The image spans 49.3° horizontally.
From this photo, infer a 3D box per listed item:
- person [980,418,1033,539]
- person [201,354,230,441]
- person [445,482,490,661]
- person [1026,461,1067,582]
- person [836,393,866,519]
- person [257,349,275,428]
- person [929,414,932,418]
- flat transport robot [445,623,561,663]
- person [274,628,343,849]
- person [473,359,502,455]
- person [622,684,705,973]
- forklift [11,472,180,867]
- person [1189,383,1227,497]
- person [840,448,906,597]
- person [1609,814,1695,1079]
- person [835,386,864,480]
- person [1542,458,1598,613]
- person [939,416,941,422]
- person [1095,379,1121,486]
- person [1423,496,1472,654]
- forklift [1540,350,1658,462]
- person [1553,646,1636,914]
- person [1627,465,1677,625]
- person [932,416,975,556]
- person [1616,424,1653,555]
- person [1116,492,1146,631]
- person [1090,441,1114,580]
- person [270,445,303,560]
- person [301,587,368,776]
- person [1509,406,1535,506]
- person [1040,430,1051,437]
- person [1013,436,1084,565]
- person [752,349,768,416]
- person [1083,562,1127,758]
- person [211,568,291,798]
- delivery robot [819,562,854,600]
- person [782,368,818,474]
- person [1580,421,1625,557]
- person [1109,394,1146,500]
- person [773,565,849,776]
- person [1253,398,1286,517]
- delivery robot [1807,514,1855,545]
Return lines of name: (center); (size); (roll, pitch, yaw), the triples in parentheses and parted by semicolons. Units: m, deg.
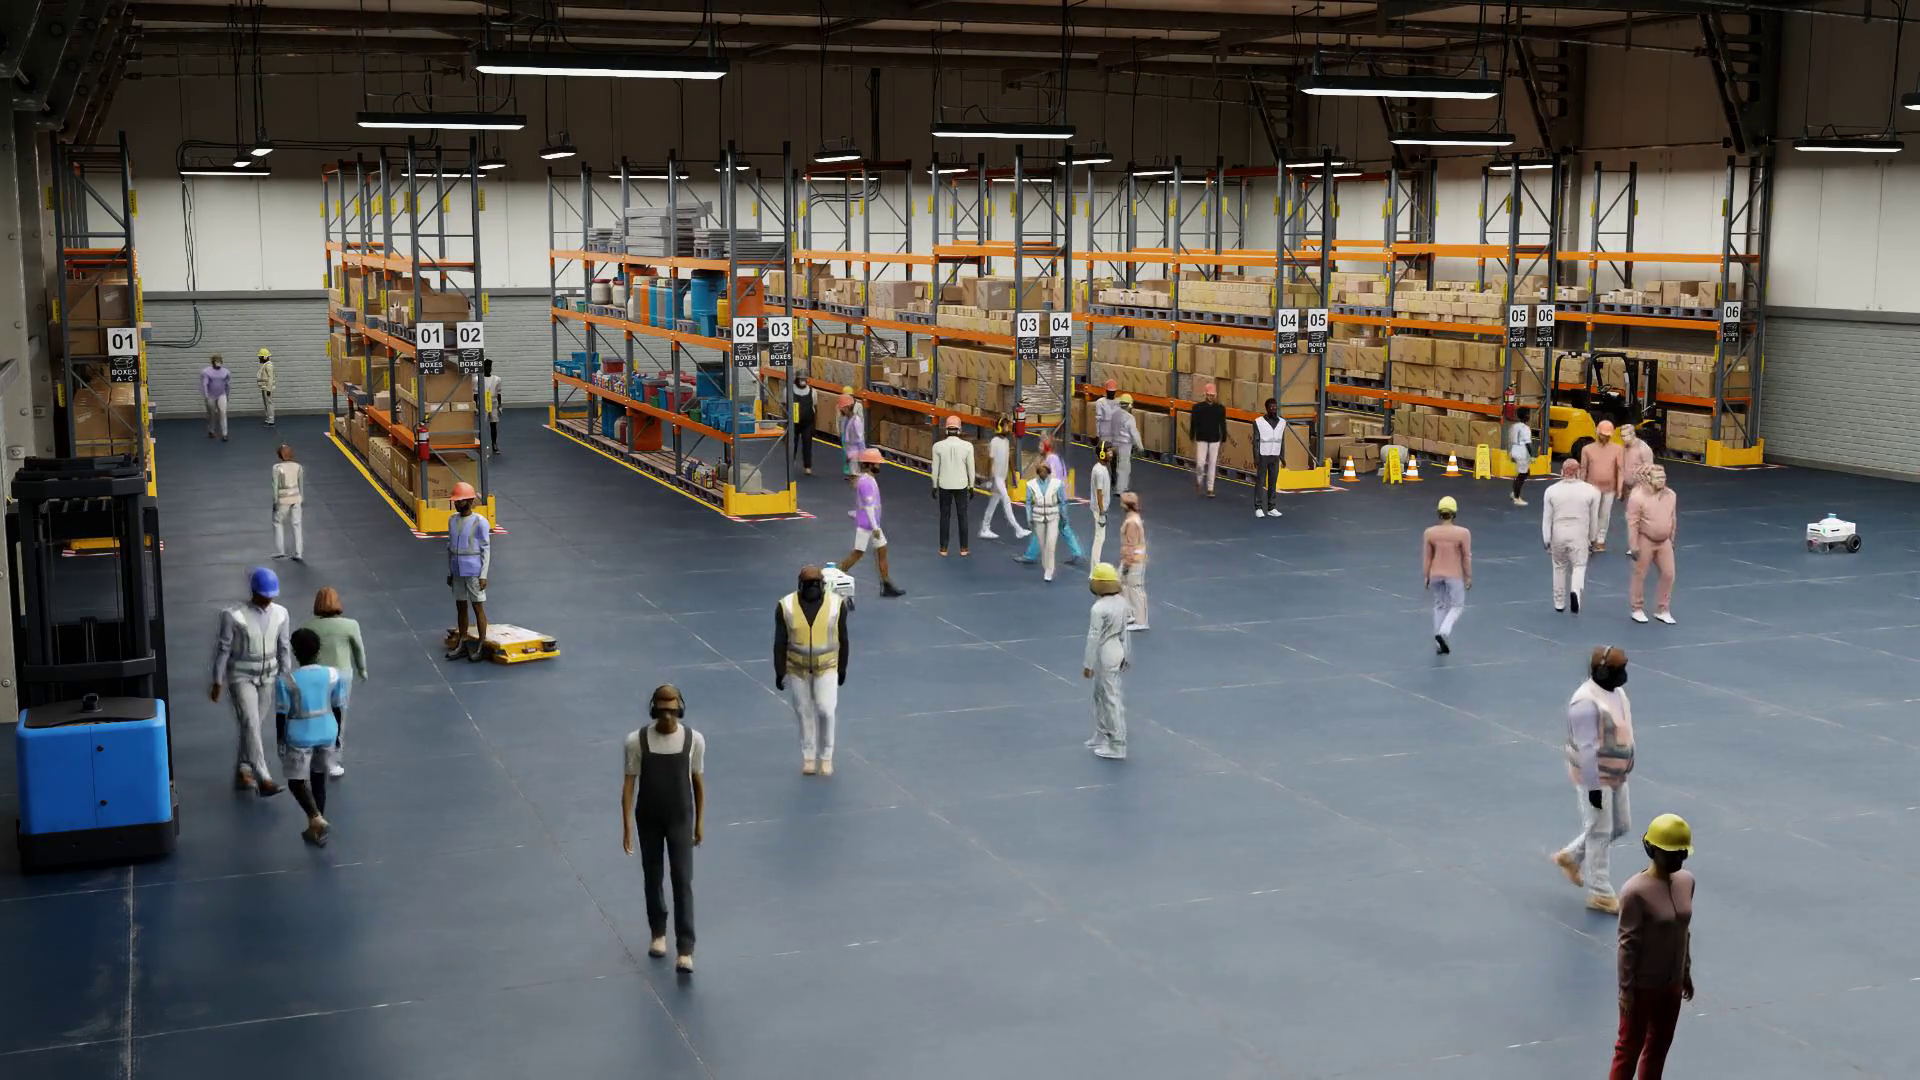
person: (0.697, -0.914, 31.308); (0.946, 1.821, 0.556); (4, 9, 25)
person: (-16.334, -3.144, 45.993); (0.615, 1.899, 0.996); (-4, 10, -27)
person: (-5.324, 0.339, 22.590); (0.543, 1.939, 0.360); (4, 10, 27)
person: (1.129, -0.249, 27.584); (0.525, 1.595, 0.772); (2, 9, 12)
person: (-1.739, -1.356, 33.665); (0.515, 2.013, 0.630); (-3, 9, -16)
person: (-16.191, -3.548, 48.849); (0.404, 1.830, 0.602); (-5, 10, -29)
person: (-0.736, -3.951, 51.414); (0.608, 1.884, 0.990); (-2, 9, -10)
flat transport robot: (-5.046, 1.121, 23.049); (0.652, 0.197, 1.431); (-7, 11, -40)
person: (-4.857, 1.498, 15.720); (0.543, 1.680, 0.656); (-7, 11, -40)
person: (-9.716, -2.751, 43.098); (0.607, 1.966, 0.367); (-5, 10, -29)
person: (-1.863, 1.812, 13.234); (0.522, 1.831, 0.722); (-1, 9, -6)
forklift: (-6.630, 0.886, 15.957); (1.129, 2.768, 1.873); (-3, 9, -21)
person: (4.300, -1.724, 36.193); (0.647, 1.979, 0.439); (-1, 9, -4)
person: (-1.202, -0.222, 26.467); (0.967, 1.905, 0.541); (1, 9, 9)
person: (3.517, 2.231, 10.551); (0.531, 1.765, 0.327); (-5, 10, -32)
person: (-2.047, -2.020, 38.970); (0.531, 1.740, 0.761); (0, 9, 0)
person: (7.363, -0.044, 25.301); (0.651, 1.889, 0.711); (3, 9, 18)
person: (-0.555, -3.380, 48.529); (0.512, 1.589, 0.849); (-1, 9, -9)
person: (2.712, -1.933, 37.747); (0.550, 1.933, 0.375); (-2, 9, -14)
person: (5.282, 0.398, 22.814); (0.536, 1.747, 0.536); (5, 10, 32)
forklift: (12.897, -2.725, 42.309); (2.313, 2.155, 1.214); (-3, 9, -21)
person: (4.392, 1.622, 14.396); (0.576, 1.829, 0.651); (7, 11, 40)
person: (8.181, 0.060, 24.632); (0.672, 1.880, 0.726); (-2, 9, -15)
person: (-0.093, -0.778, 29.849); (0.622, 1.992, 0.395); (0, 9, -1)
person: (9.606, -0.715, 29.876); (0.588, 1.864, 0.694); (-2, 9, -11)
person: (1.933, 0.250, 24.218); (0.513, 1.619, 0.540); (1, 9, 4)
person: (1.878, -0.381, 27.664); (0.324, 1.865, 0.516); (1, 9, 5)
person: (-9.479, -0.529, 29.401); (0.624, 1.615, 0.548); (7, 11, 38)
person: (-5.399, 1.197, 18.050); (0.508, 1.581, 0.880); (-1, 9, -5)
person: (9.427, -1.401, 35.040); (0.372, 1.683, 0.538); (0, 9, -1)
person: (1.774, -2.706, 43.421); (0.602, 1.794, 0.941); (-2, 9, -12)
person: (1.273, -0.554, 29.041); (0.962, 1.797, 0.574); (2, 9, 10)
person: (-4.838, -3.919, 51.230); (0.494, 1.858, 0.610); (-5, 10, -29)
person: (1.219, 1.050, 18.516); (0.592, 1.723, 0.506); (5, 10, 31)
person: (-5.764, 1.170, 17.237); (0.944, 1.879, 0.654); (7, 11, 37)
delivery robot: (-1.588, 0.520, 25.801); (0.477, 0.478, 0.707); (-5, 10, -29)
person: (-3.026, -2.265, 39.752); (0.687, 2.000, 0.742); (-1, 9, -9)
person: (9.167, -0.747, 29.908); (0.592, 1.926, 1.027); (1, 9, 9)
person: (2.870, -1.602, 35.922); (0.605, 1.809, 0.623); (-4, 9, -24)
person: (-1.271, 1.115, 17.797); (0.638, 1.820, 0.568); (0, 9, 0)
person: (4.991, -1.340, 33.845); (0.587, 1.920, 0.391); (-3, 9, -22)
delivery robot: (12.556, -0.136, 30.178); (0.707, 0.478, 0.477); (-5, 10, -28)
